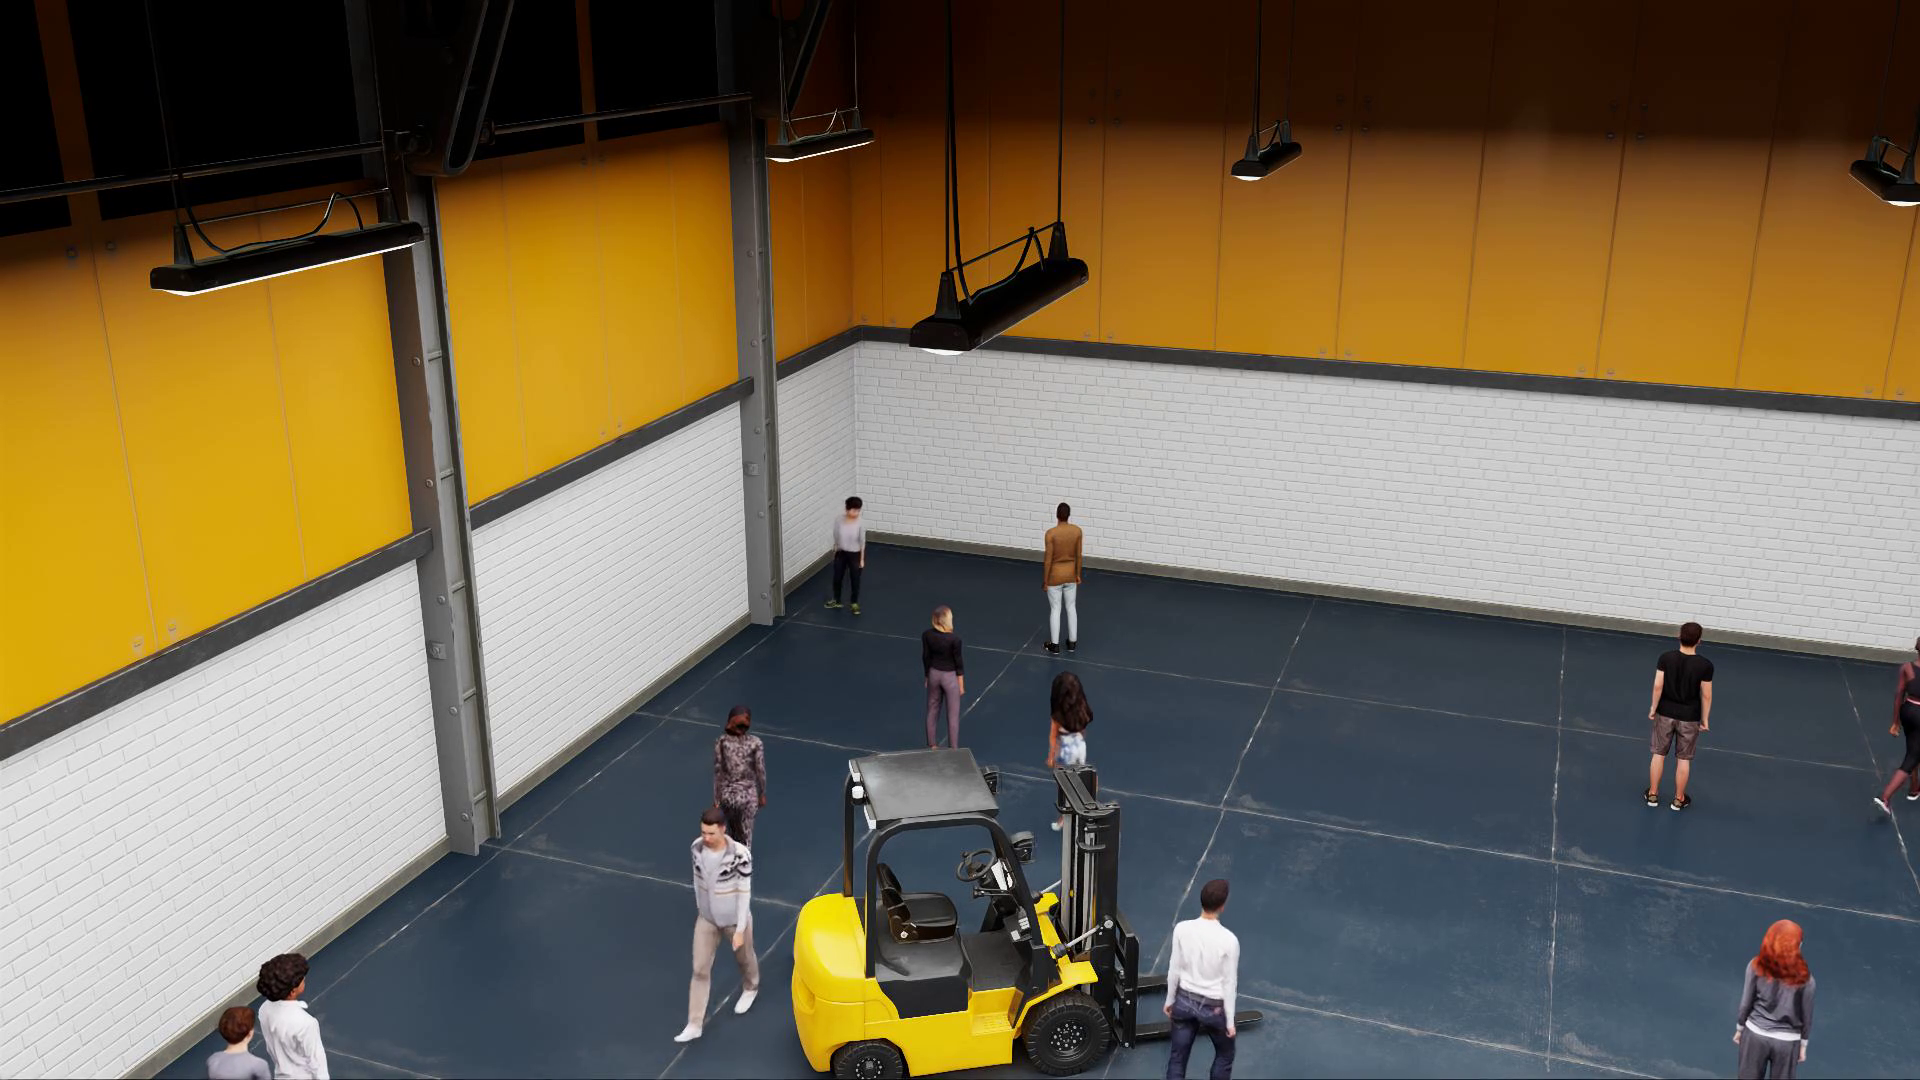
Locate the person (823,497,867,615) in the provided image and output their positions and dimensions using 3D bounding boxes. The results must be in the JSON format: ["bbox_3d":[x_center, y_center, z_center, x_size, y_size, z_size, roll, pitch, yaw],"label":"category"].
[{"bbox_3d":[-1.385,0.176,20.512,0.769,1.518,0.665,8,20,22],"label":"person"}]

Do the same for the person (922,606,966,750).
[{"bbox_3d":[-0.170,1.438,16.525,0.617,1.671,0.555,9,21,25],"label":"person"}]

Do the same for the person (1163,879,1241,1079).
[{"bbox_3d":[1.585,3.158,11.155,0.813,1.838,0.816,7,20,19],"label":"person"}]

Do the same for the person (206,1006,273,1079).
[{"bbox_3d":[-4.367,3.617,10.107,0.625,1.638,0.626,3,19,8],"label":"person"}]

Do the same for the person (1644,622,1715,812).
[{"bbox_3d":[6.742,1.638,15.634,0.719,1.861,0.613,10,21,26],"label":"person"}]

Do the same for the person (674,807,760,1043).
[{"bbox_3d":[-1.702,2.768,12.364,0.666,1.807,1.147,7,20,19],"label":"person"}]

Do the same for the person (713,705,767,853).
[{"bbox_3d":[-1.887,2.250,14.092,0.789,1.685,1.021,-1,19,-2],"label":"person"}]

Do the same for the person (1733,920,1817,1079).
[{"bbox_3d":[5.295,3.286,10.865,0.637,1.782,0.593,13,23,34],"label":"person"}]

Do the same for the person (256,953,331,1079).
[{"bbox_3d":[-4.143,3.407,10.461,0.674,1.810,0.642,11,22,30],"label":"person"}]

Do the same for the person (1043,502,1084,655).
[{"bbox_3d":[1.189,0.432,19.287,0.713,1.816,0.746,-6,19,-17],"label":"person"}]

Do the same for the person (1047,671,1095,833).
[{"bbox_3d":[1.037,1.978,15.019,0.842,1.609,0.821,-16,24,-39],"label":"person"}]

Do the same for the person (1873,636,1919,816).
[{"bbox_3d":[8.874,1.754,15.516,1.248,1.716,1.071,-11,22,-30],"label":"person"}]
